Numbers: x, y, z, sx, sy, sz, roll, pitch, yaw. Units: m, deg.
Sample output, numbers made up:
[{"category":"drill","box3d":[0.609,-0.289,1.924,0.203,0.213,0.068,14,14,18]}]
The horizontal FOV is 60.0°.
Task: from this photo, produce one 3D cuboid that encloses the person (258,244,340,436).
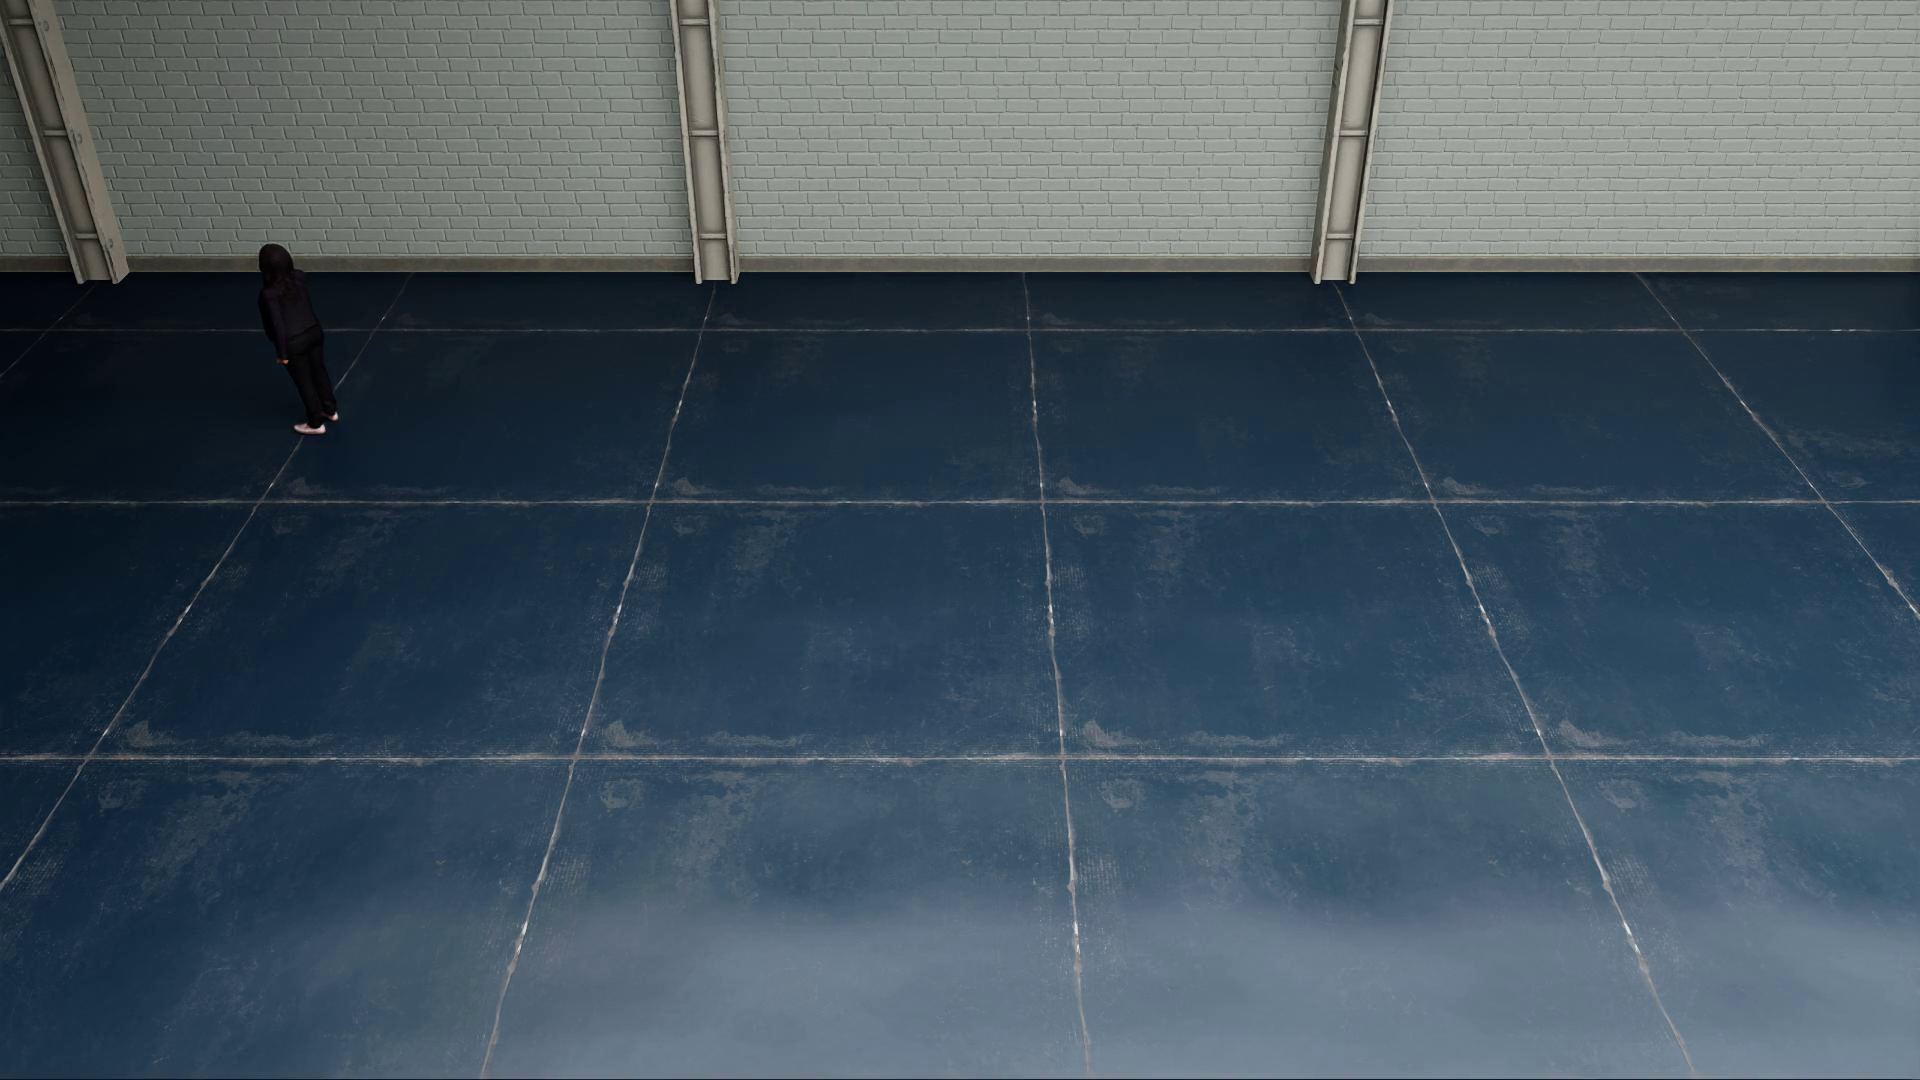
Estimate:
[{"category":"person","box3d":[-5.279,-1.608,13.278,0.722,1.616,0.720,10,34,14]}]
